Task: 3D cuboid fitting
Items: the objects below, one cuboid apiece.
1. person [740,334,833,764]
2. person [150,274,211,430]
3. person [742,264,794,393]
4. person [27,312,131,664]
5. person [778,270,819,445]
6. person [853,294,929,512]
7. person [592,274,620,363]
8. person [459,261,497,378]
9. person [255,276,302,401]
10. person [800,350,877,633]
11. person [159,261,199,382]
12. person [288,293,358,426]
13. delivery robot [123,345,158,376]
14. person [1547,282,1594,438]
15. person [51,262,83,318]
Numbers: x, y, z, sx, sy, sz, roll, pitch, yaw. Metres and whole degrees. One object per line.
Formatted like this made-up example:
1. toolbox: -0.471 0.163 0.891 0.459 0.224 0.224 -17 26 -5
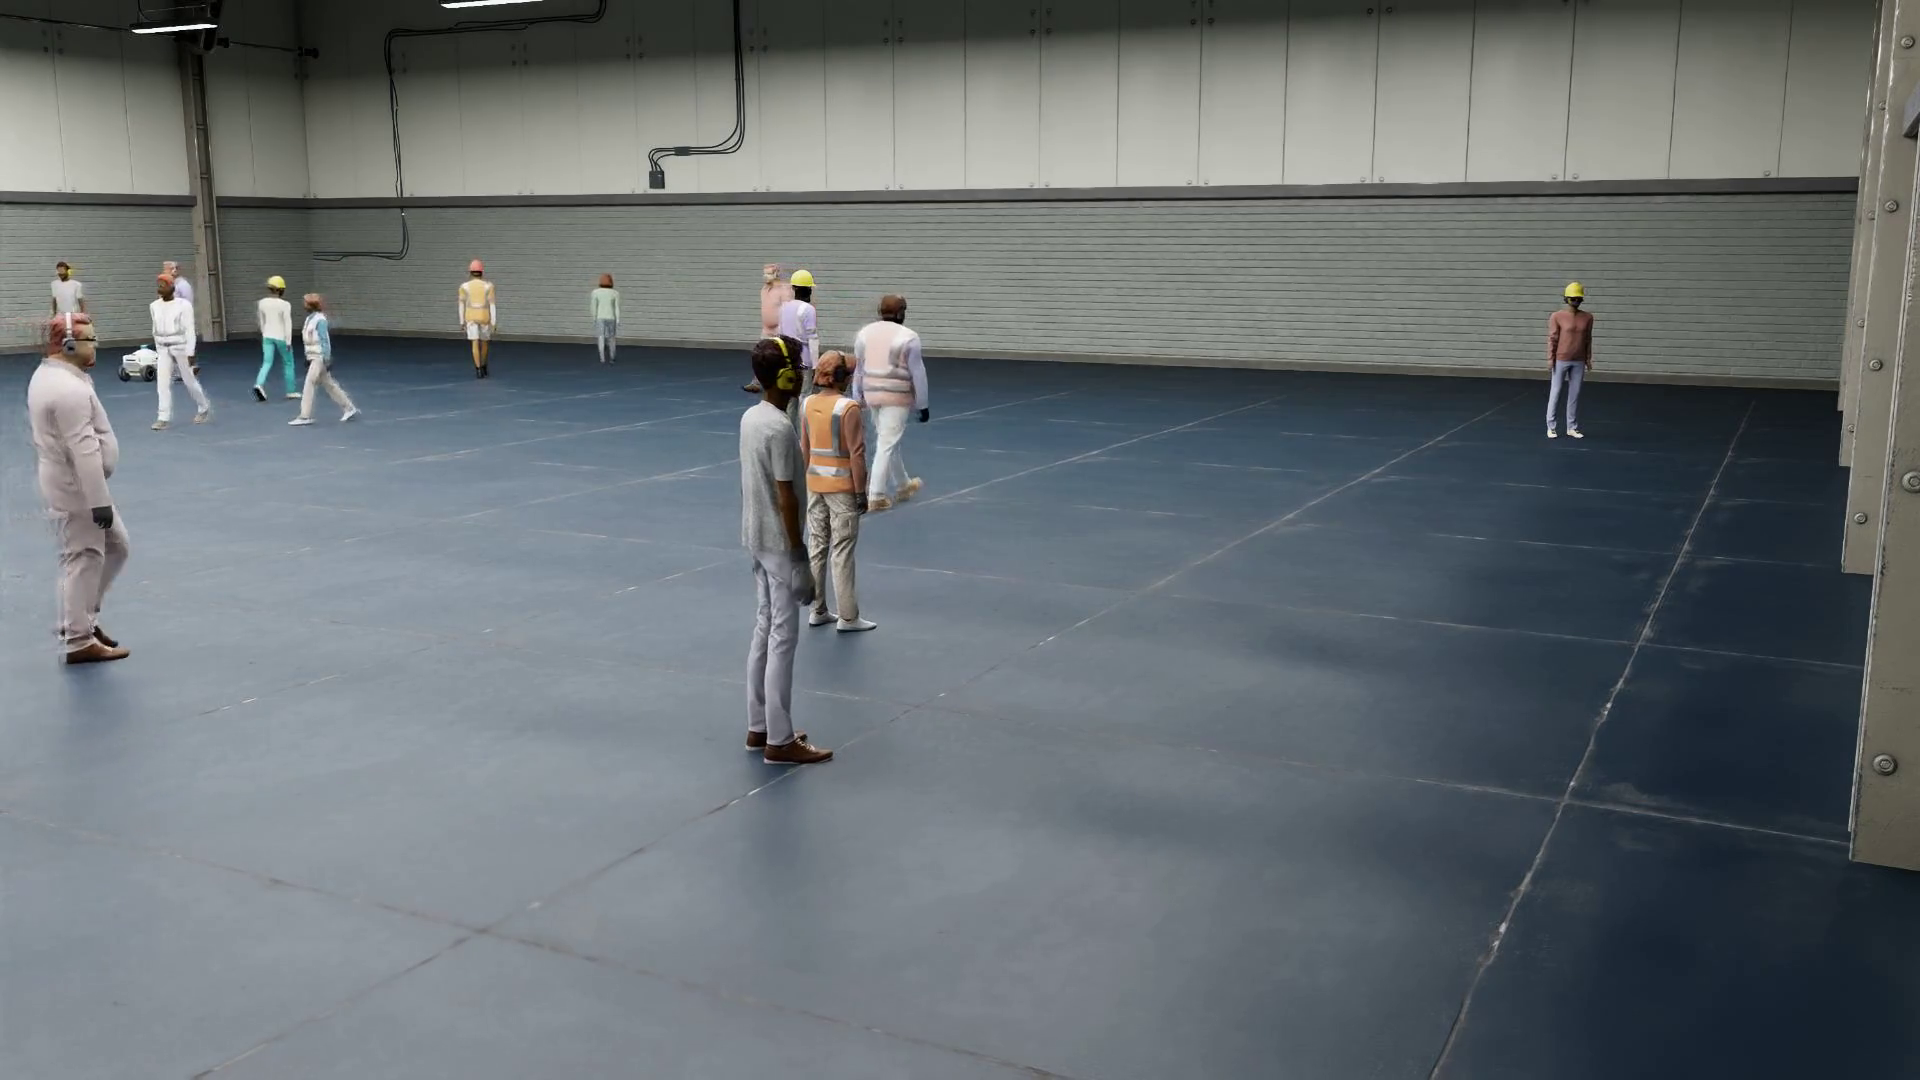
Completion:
1. person: -0.784 0.042 7.287 0.331 1.870 0.560 -5 11 -25
2. person: -9.402 -2.276 19.999 0.589 1.849 0.941 2 11 10
3. person: -2.737 -3.040 24.077 0.664 1.864 0.933 9 14 40
4. person: -4.697 -0.273 8.942 0.446 1.887 0.668 -7 13 -34
5. person: -1.690 -1.911 17.771 0.366 1.926 0.594 -10 14 -42
6. person: -0.517 -1.170 14.063 0.654 1.801 0.925 8 13 36
7. person: -6.360 -3.976 29.904 0.503 1.609 0.673 -1 10 -7
8. person: -7.826 -3.579 26.995 0.561 1.884 0.980 -3 11 -17
9. person: -9.579 -2.815 23.220 0.522 1.739 0.815 2 11 10
10. person: -0.729 -0.281 9.675 0.513 1.640 0.310 10 14 44
11. person: -12.358 -3.425 26.127 0.652 1.891 0.436 7 13 34
12. person: -7.813 -2.216 20.330 0.848 1.599 0.530 -7 13 -35
13. delivery robot: -12.904 -2.841 26.337 0.477 0.478 0.707 2 11 10
14. person: 6.922 -2.030 18.862 0.534 1.767 0.314 -1 10 -8
15. person: -14.862 -3.689 27.652 0.552 1.857 0.494 -1 10 -4
